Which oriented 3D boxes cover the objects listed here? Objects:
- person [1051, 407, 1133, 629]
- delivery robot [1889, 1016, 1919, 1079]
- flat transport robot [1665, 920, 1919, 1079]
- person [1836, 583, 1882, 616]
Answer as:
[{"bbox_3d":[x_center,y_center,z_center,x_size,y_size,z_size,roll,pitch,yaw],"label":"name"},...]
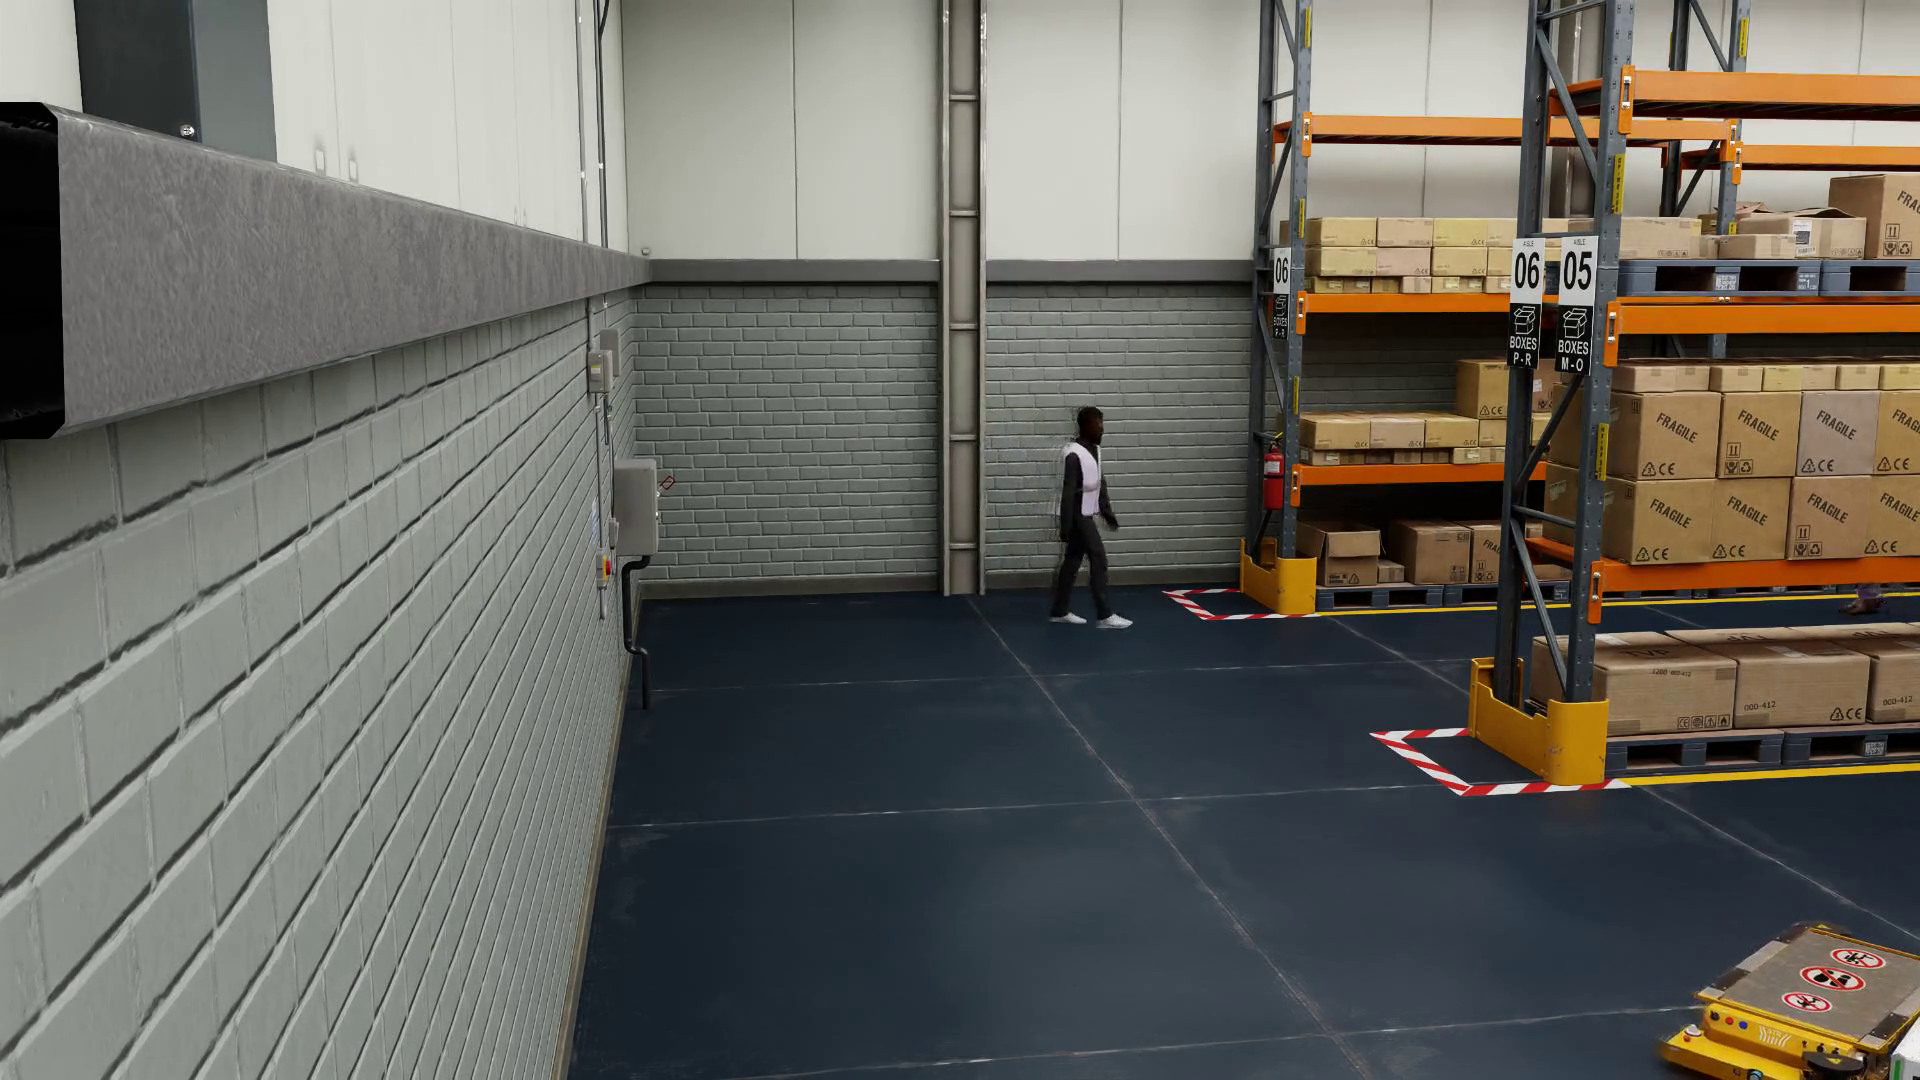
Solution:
[{"bbox_3d":[1.164,-0.184,14.136,0.872,1.882,0.597,3,10,16],"label":"person"},{"bbox_3d":[3.467,1.791,5.733,0.477,0.478,0.707,8,12,41],"label":"delivery robot"},{"bbox_3d":[3.413,1.845,6.558,1.431,0.197,0.652,-9,13,-43],"label":"flat transport robot"},{"bbox_3d":[7.920,-0.262,14.580,0.445,1.887,0.669,1,9,8],"label":"person"}]
